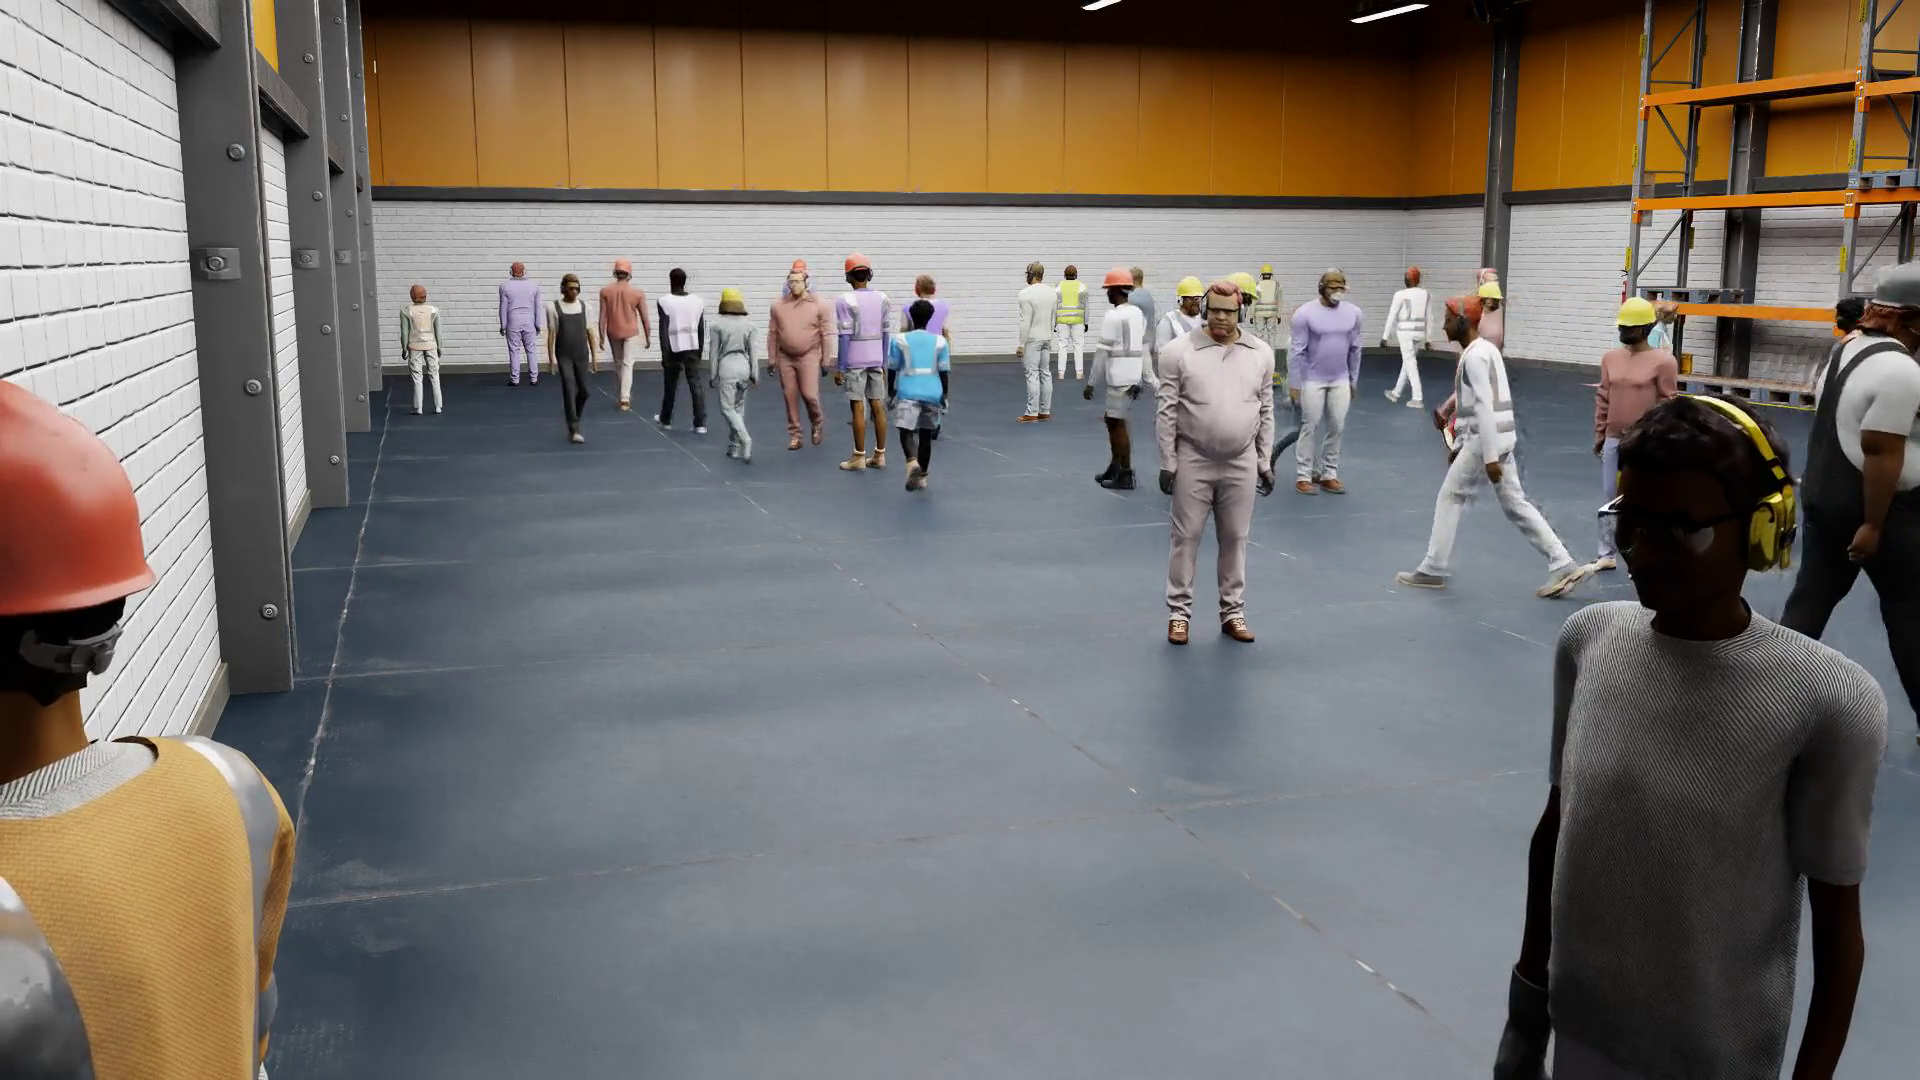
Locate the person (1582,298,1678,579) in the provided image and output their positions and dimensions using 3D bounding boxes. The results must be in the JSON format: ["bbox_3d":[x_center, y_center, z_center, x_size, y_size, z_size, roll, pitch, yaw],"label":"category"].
[{"bbox_3d":[4.220,-0.633,10.457,0.335,1.762,0.526,-7,12,-35],"label":"person"}]

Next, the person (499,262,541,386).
[{"bbox_3d":[-6.758,-3.309,25.528,0.654,1.906,0.408,-6,11,-31],"label":"person"}]

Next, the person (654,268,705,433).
[{"bbox_3d":[-3.194,-2.162,19.027,0.613,1.860,1.016,-7,12,-34],"label":"person"}]

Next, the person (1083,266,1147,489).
[{"bbox_3d":[1.308,-1.393,14.398,0.551,1.920,0.571,6,11,31],"label":"person"}]

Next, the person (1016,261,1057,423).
[{"bbox_3d":[0.906,-2.371,20.007,0.367,1.939,0.635,8,13,39],"label":"person"}]

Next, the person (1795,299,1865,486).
[{"bbox_3d":[7.764,-1.242,14.306,0.813,1.651,0.552,7,12,36],"label":"person"}]

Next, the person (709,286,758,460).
[{"bbox_3d":[-2.207,-1.641,16.412,0.484,1.714,0.739,-6,12,-32],"label":"person"}]

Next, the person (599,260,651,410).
[{"bbox_3d":[-4.398,-2.703,21.906,0.647,1.938,1.015,0,10,2],"label":"person"}]

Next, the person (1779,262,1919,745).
[{"bbox_3d":[3.904,-0.167,6.949,0.917,2.000,0.697,0,10,2],"label":"person"}]

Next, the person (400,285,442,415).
[{"bbox_3d":[-6.804,-2.399,21.025,0.515,1.641,0.314,-6,11,-31],"label":"person"}]

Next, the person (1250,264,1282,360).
[{"bbox_3d":[5.635,-4.159,30.663,0.600,1.831,0.404,0,10,-3],"label":"person"}]

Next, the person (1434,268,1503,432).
[{"bbox_3d":[5.699,-2.051,18.326,0.645,1.882,0.813,-7,12,-37],"label":"person"}]

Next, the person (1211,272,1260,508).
[{"bbox_3d":[2.102,-1.182,13.278,0.540,1.891,0.632,2,10,10],"label":"person"}]

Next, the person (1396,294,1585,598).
[{"bbox_3d":[3.228,-0.559,9.942,1.057,1.814,0.556,6,12,32],"label":"person"}]

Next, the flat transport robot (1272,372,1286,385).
[{"bbox_3d":[4.363,-2.408,25.040,0.652,0.197,1.431,6,11,30],"label":"flat transport robot"}]

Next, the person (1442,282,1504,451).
[{"bbox_3d":[5.173,-1.699,16.632,0.469,1.751,0.551,9,14,43],"label":"person"}]

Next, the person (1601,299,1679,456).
[{"bbox_3d":[6.521,-1.487,15.827,0.700,1.607,0.550,7,12,35],"label":"person"}]

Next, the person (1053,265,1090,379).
[{"bbox_3d":[1.789,-3.524,26.960,0.625,1.844,0.429,1,10,4],"label":"person"}]

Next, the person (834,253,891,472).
[{"bbox_3d":[-0.932,-1.660,15.606,0.605,2.037,0.394,-9,13,-41],"label":"person"}]

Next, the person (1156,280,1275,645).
[{"bbox_3d":[1.344,-0.399,8.703,0.636,1.903,0.405,-1,10,-7],"label":"person"}]

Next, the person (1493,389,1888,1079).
[{"bbox_3d":[0.952,0.726,2.298,0.329,1.865,0.507,-6,12,-32],"label":"person"}]

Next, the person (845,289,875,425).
[{"bbox_3d":[-1.189,-2.150,19.614,0.360,1.621,0.517,8,12,38],"label":"person"}]

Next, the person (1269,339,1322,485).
[{"bbox_3d":[3.022,-1.304,14.796,0.746,1.606,0.514,8,13,38],"label":"person"}]

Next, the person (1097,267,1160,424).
[{"bbox_3d":[2.167,-2.310,19.845,1.008,1.880,0.656,4,11,24],"label":"person"}]

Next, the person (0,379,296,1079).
[{"bbox_3d":[-0.818,0.820,1.525,0.347,1.943,0.545,1,10,6],"label":"person"}]

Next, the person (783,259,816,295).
[{"bbox_3d":[-2.548,-3.509,26.604,0.556,1.935,0.370,0,10,2],"label":"person"}]

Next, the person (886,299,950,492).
[{"bbox_3d":[-0.326,-1.204,14.084,0.541,1.667,0.772,-2,10,-12],"label":"person"}]

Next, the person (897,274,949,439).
[{"bbox_3d":[-0.379,-2.033,18.435,0.574,1.815,0.919,-5,11,-28],"label":"person"}]

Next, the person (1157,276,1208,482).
[{"bbox_3d":[2.035,-1.430,14.862,0.603,1.830,0.404,-6,12,-33],"label":"person"}]

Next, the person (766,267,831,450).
[{"bbox_3d":[-1.685,-1.878,17.287,0.646,1.892,0.448,2,10,11],"label":"person"}]

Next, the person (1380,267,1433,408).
[{"bbox_3d":[5.940,-2.707,22.222,0.601,1.835,0.959,-4,11,-24],"label":"person"}]

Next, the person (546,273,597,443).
[{"bbox_3d":[-4.222,-1.981,18.073,0.536,1.826,0.635,-5,11,-29],"label":"person"}]

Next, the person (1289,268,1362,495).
[{"bbox_3d":[3.077,-1.327,14.034,0.645,1.920,0.418,-2,10,-10],"label":"person"}]
